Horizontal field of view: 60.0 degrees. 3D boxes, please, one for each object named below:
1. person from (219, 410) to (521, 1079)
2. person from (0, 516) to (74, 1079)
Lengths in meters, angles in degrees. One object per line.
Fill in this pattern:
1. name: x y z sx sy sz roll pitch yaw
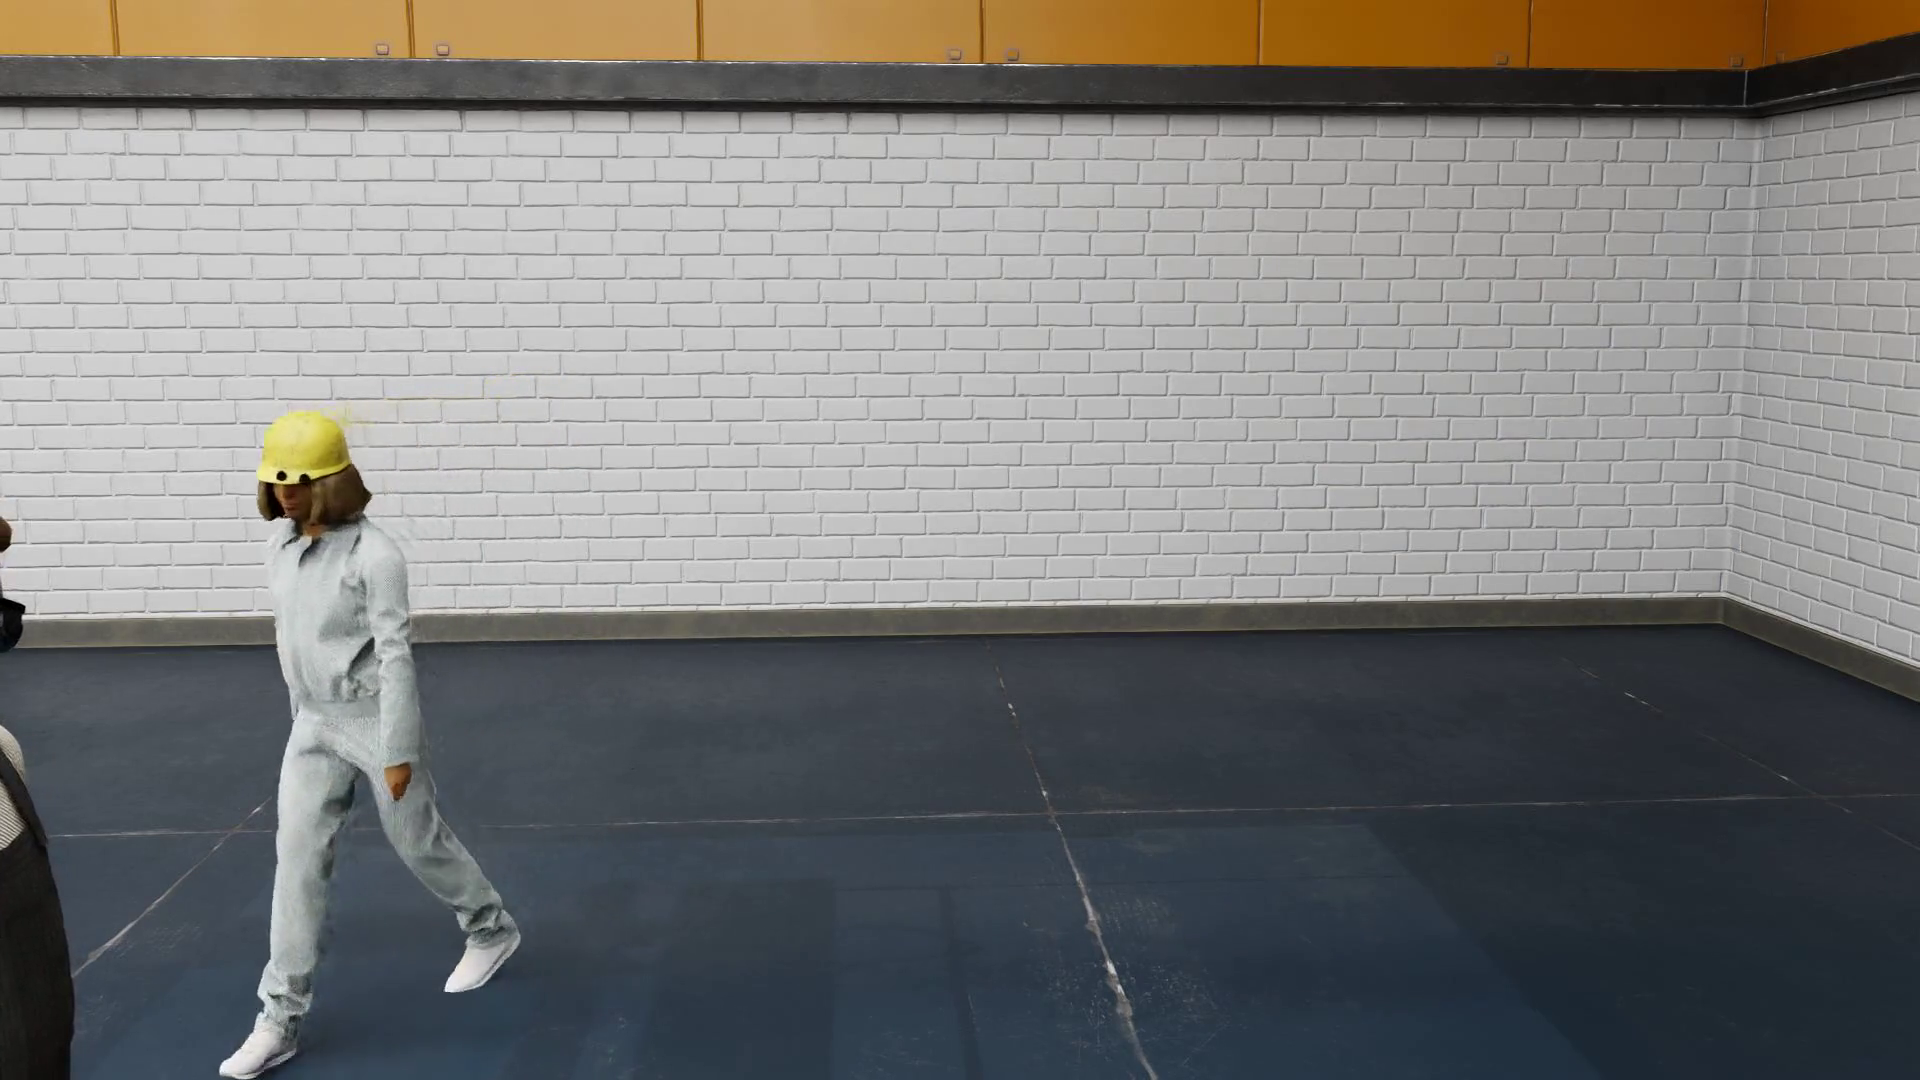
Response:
1. person: -1.577 0.486 4.406 0.524 1.690 0.910 4 10 25
2. person: -1.123 0.825 1.814 0.343 1.839 0.506 0 9 2
